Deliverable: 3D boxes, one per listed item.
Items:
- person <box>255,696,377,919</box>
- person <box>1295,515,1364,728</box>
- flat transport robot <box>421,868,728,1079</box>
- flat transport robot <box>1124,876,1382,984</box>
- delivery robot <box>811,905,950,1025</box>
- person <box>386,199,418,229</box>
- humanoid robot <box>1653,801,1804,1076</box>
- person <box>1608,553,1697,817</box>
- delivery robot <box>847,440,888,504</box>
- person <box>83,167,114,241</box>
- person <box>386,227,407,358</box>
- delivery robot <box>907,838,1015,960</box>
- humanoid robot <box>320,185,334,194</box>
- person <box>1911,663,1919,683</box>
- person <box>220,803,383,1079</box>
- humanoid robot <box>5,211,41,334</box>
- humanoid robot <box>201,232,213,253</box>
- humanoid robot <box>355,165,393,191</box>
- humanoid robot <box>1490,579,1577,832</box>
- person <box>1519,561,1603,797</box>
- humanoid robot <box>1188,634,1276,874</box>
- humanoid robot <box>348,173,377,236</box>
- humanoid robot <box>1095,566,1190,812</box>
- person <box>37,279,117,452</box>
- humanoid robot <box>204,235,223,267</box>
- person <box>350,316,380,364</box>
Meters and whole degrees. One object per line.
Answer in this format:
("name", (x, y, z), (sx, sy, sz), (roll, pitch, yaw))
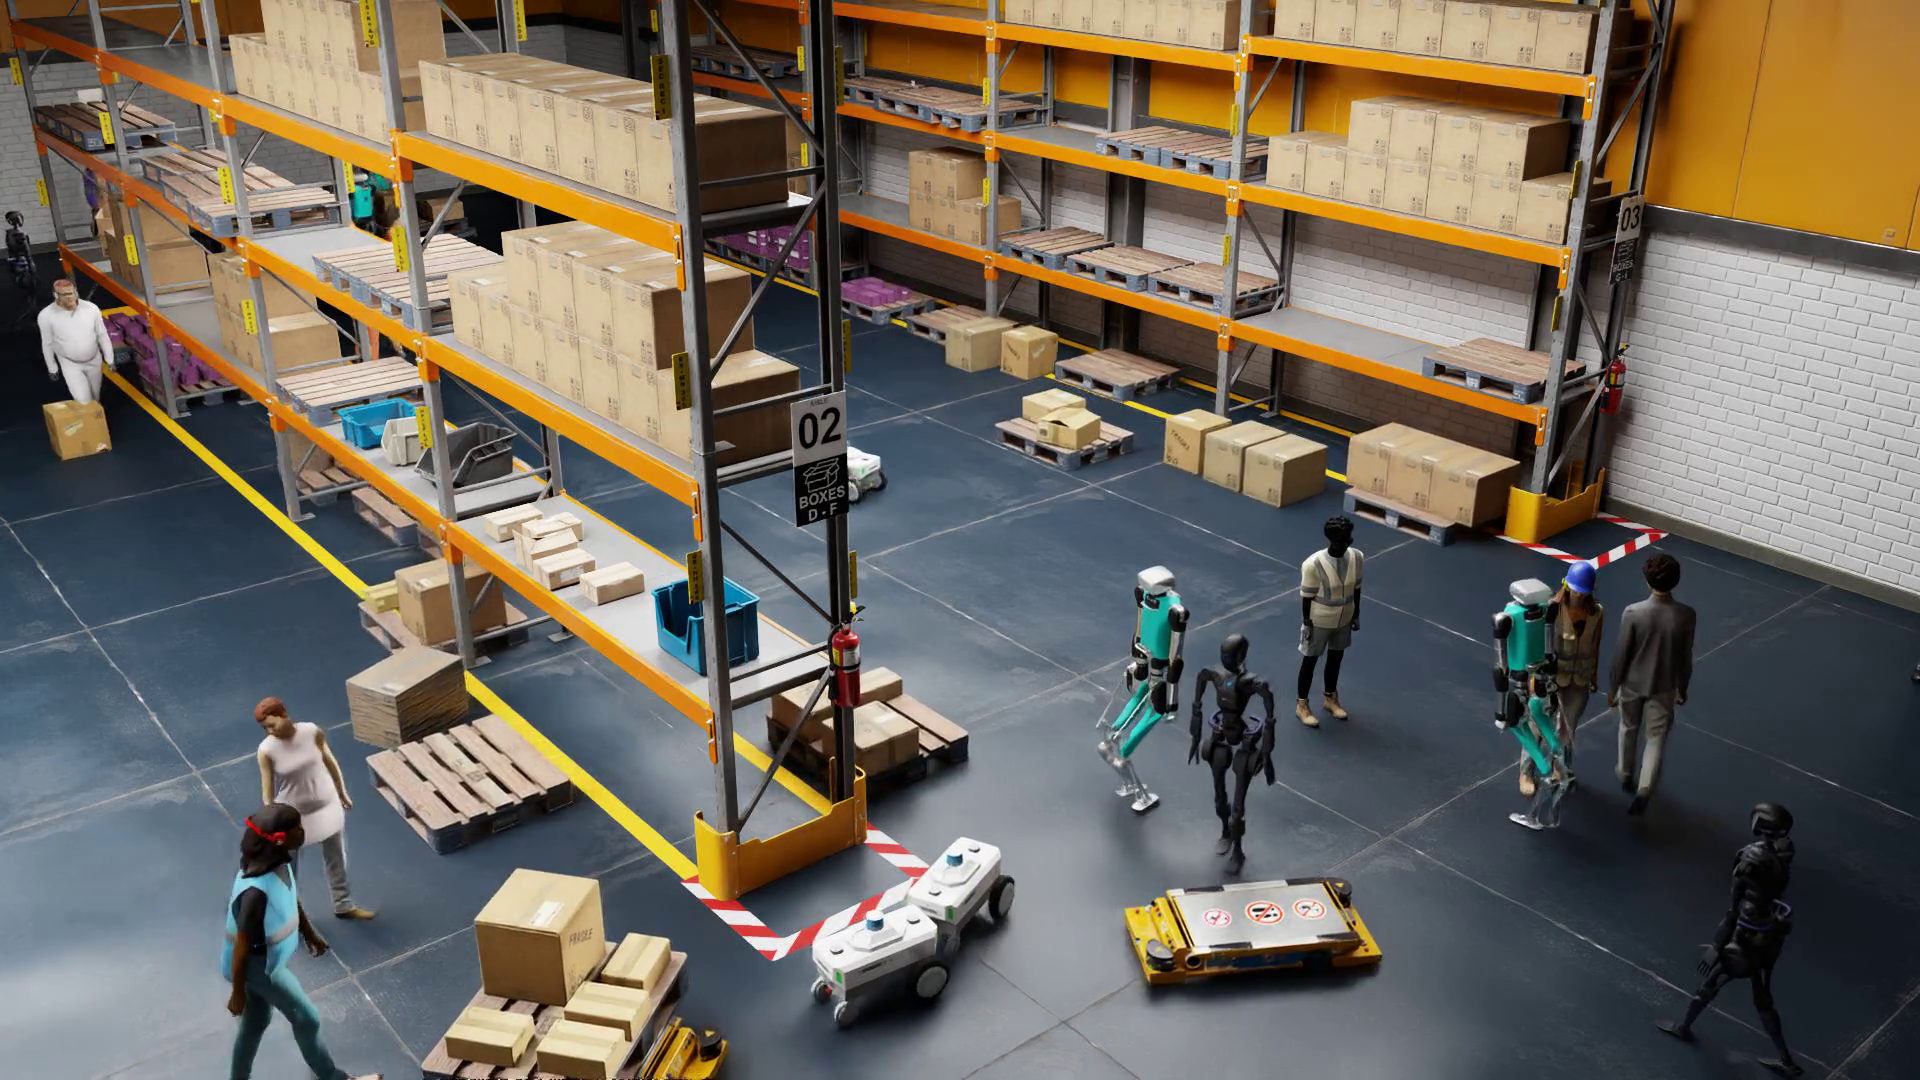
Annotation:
("person", (-4.024, 1.650, 10.098), (0.620, 1.632, 0.391), (-20, 30, -38))
("person", (2.768, 0.593, 12.471), (0.533, 1.693, 0.320), (-10, 25, -21))
("flat transport robot", (-2.055, 2.833, 9.083), (1.431, 0.231, 0.659), (5, 24, 12))
("flat transport robot", (1.774, 2.375, 10.144), (1.431, 0.231, 0.659), (-3, 24, -8))
("delivery robot", (-0.486, 2.421, 9.665), (0.780, 0.586, 0.499), (-15, 27, -30))
("person", (-7.608, -3.821, 22.613), (1.159, 1.781, 0.574), (-8, 25, -19))
("humanoid robot", (4.293, 2.129, 9.003), (0.585, 1.621, 0.785), (-17, 28, -34))
("person", (4.701, 0.986, 11.335), (0.536, 1.864, 0.843), (8, 25, 18))
("delivery robot", (-1.161, -0.726, 16.951), (0.785, 0.585, 0.499), (14, 27, 30))
("person", (-13.160, -5.170, 25.565), (0.862, 1.900, 0.548), (-18, 29, -36))
("person", (-7.009, -3.086, 20.963), (0.554, 1.705, 0.850), (-19, 30, -37))
("delivery robot", (-0.023, 2.164, 10.273), (0.499, 0.595, 0.791), (12, 26, 25))
("humanoid robot", (-9.049, -4.365, 24.007), (0.742, 1.628, 0.598), (2, 23, 5))
("person", (7.806, 0.261, 12.961), (0.547, 1.923, 0.385), (15, 28, 31))
("person", (-3.514, 2.192, 8.618), (0.914, 1.804, 0.535), (-6, 24, -13))
("humanoid robot", (-12.520, -3.540, 22.077), (0.610, 1.645, 0.548), (17, 29, 34))
("humanoid robot", (-11.616, -5.086, 25.648), (0.590, 1.645, 0.346), (14, 27, 29))
("humanoid robot", (-9.869, -6.199, 28.211), (0.779, 1.809, 0.530), (16, 28, 32))
("humanoid robot", (3.879, 1.196, 11.081), (0.546, 1.813, 0.774), (-12, 26, -26))
("person", (4.189, 0.959, 11.517), (0.481, 1.776, 0.306), (-2, 23, -4))
("humanoid robot", (1.756, 1.350, 10.749), (0.612, 1.639, 0.510), (13, 26, 27))
("humanoid robot", (-8.822, -4.446, 24.136), (0.882, 1.783, 0.578), (11, 26, 24))
("humanoid robot", (1.168, 1.049, 11.310), (0.655, 1.754, 0.544), (-11, 26, -24))
("person", (-9.571, -1.937, 18.131), (0.651, 1.852, 0.999), (-22, 31, -40))
("humanoid robot", (-10.365, -4.048, 23.264), (0.417, 1.657, 0.600), (2, 23, 4))
("person", (-7.179, -2.725, 20.079), (0.503, 1.758, 0.329), (13, 27, 28))
